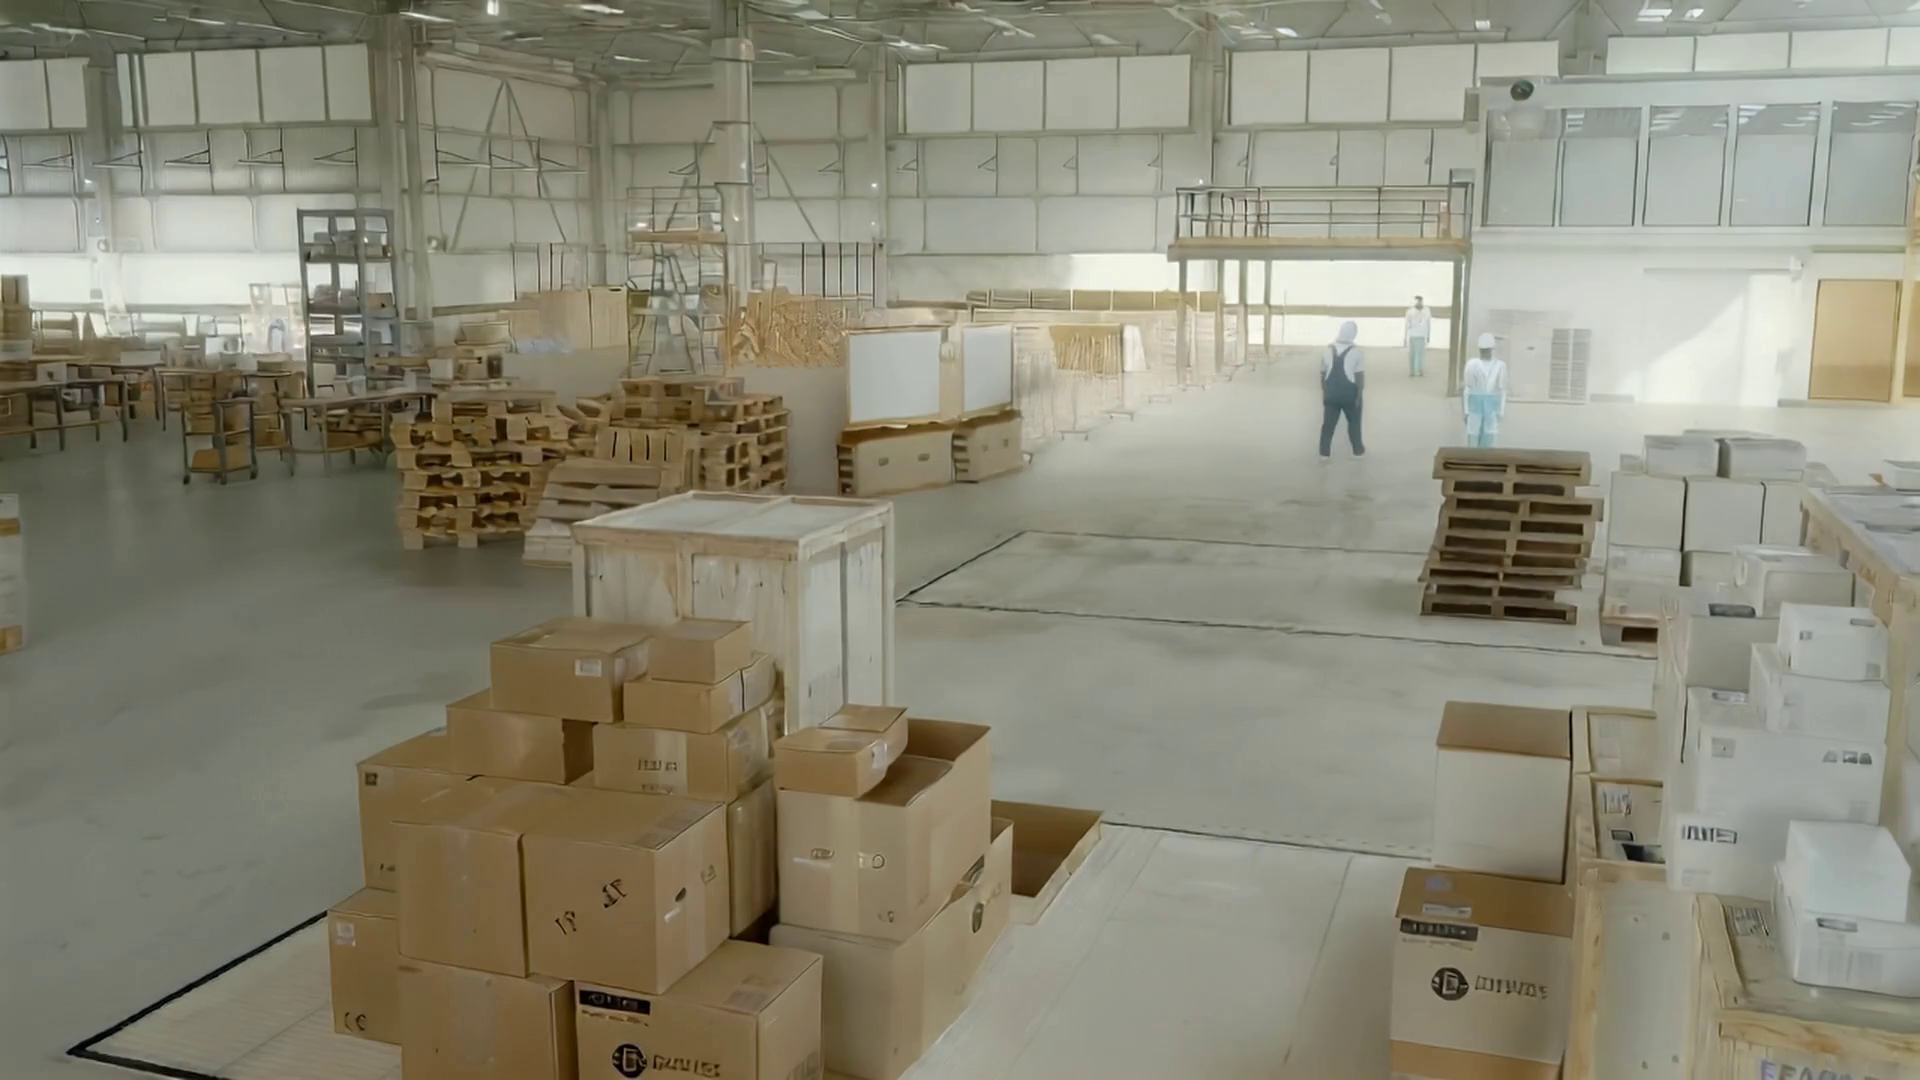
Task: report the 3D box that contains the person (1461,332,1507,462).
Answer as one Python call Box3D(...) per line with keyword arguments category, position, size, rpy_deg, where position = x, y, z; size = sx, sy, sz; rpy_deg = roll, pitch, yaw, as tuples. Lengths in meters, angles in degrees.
Box3D(category="person", position=(6.621, -1.654, 21.047), size=(0.545, 1.938, 0.362), rpy_deg=(2, 10, 12))

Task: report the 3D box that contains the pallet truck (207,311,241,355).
Box3D(category="pallet truck", position=(-19.537, -5.575, 44.913), size=(0.653, 1.274, 1.630), rpy_deg=(3, 11, 19))

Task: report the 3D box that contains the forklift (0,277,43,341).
Box3D(category="forklift", position=(-27.151, -6.329, 46.328), size=(1.157, 1.987, 2.680), rpy_deg=(3, 11, 17))

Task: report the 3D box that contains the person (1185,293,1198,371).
Box3D(category="person", position=(5.511, -4.993, 40.004), size=(0.355, 1.882, 0.575), rpy_deg=(-3, 11, -17))

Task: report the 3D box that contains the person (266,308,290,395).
Box3D(category="person", position=(-12.856, -3.445, 31.386), size=(0.443, 1.856, 0.513), rpy_deg=(-5, 11, -27))

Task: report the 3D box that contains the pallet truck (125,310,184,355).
Box3D(category="pallet truck", position=(-22.038, -5.665, 45.457), size=(0.704, 1.261, 1.522), rpy_deg=(3, 11, 17))

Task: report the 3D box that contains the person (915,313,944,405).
Box3D(category="person", position=(-0.584, -3.452, 31.733), size=(0.537, 1.741, 0.746), rpy_deg=(8, 13, 38))

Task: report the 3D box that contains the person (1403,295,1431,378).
Box3D(category="person", position=(10.432, -4.630, 37.970), size=(0.613, 1.883, 0.953), rpy_deg=(2, 10, 12))

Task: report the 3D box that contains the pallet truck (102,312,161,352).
Box3D(category="pallet truck", position=(-23.057, -5.777, 46.261), size=(0.680, 1.201, 1.601), rpy_deg=(3, 11, 19))

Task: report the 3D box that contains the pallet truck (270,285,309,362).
Box3D(category="pallet truck", position=(-17.147, -5.700, 43.663), size=(0.823, 1.965, 1.885), rpy_deg=(3, 11, 17))

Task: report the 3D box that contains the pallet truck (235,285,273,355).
Box3D(category="pallet truck", position=(-18.327, -5.835, 44.421), size=(0.823, 1.965, 1.885), rpy_deg=(4, 11, 23))

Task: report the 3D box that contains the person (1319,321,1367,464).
Box3D(category="person", position=(5.332, -2.071, 23.102), size=(0.693, 2.000, 1.022), rpy_deg=(8, 13, 37))
